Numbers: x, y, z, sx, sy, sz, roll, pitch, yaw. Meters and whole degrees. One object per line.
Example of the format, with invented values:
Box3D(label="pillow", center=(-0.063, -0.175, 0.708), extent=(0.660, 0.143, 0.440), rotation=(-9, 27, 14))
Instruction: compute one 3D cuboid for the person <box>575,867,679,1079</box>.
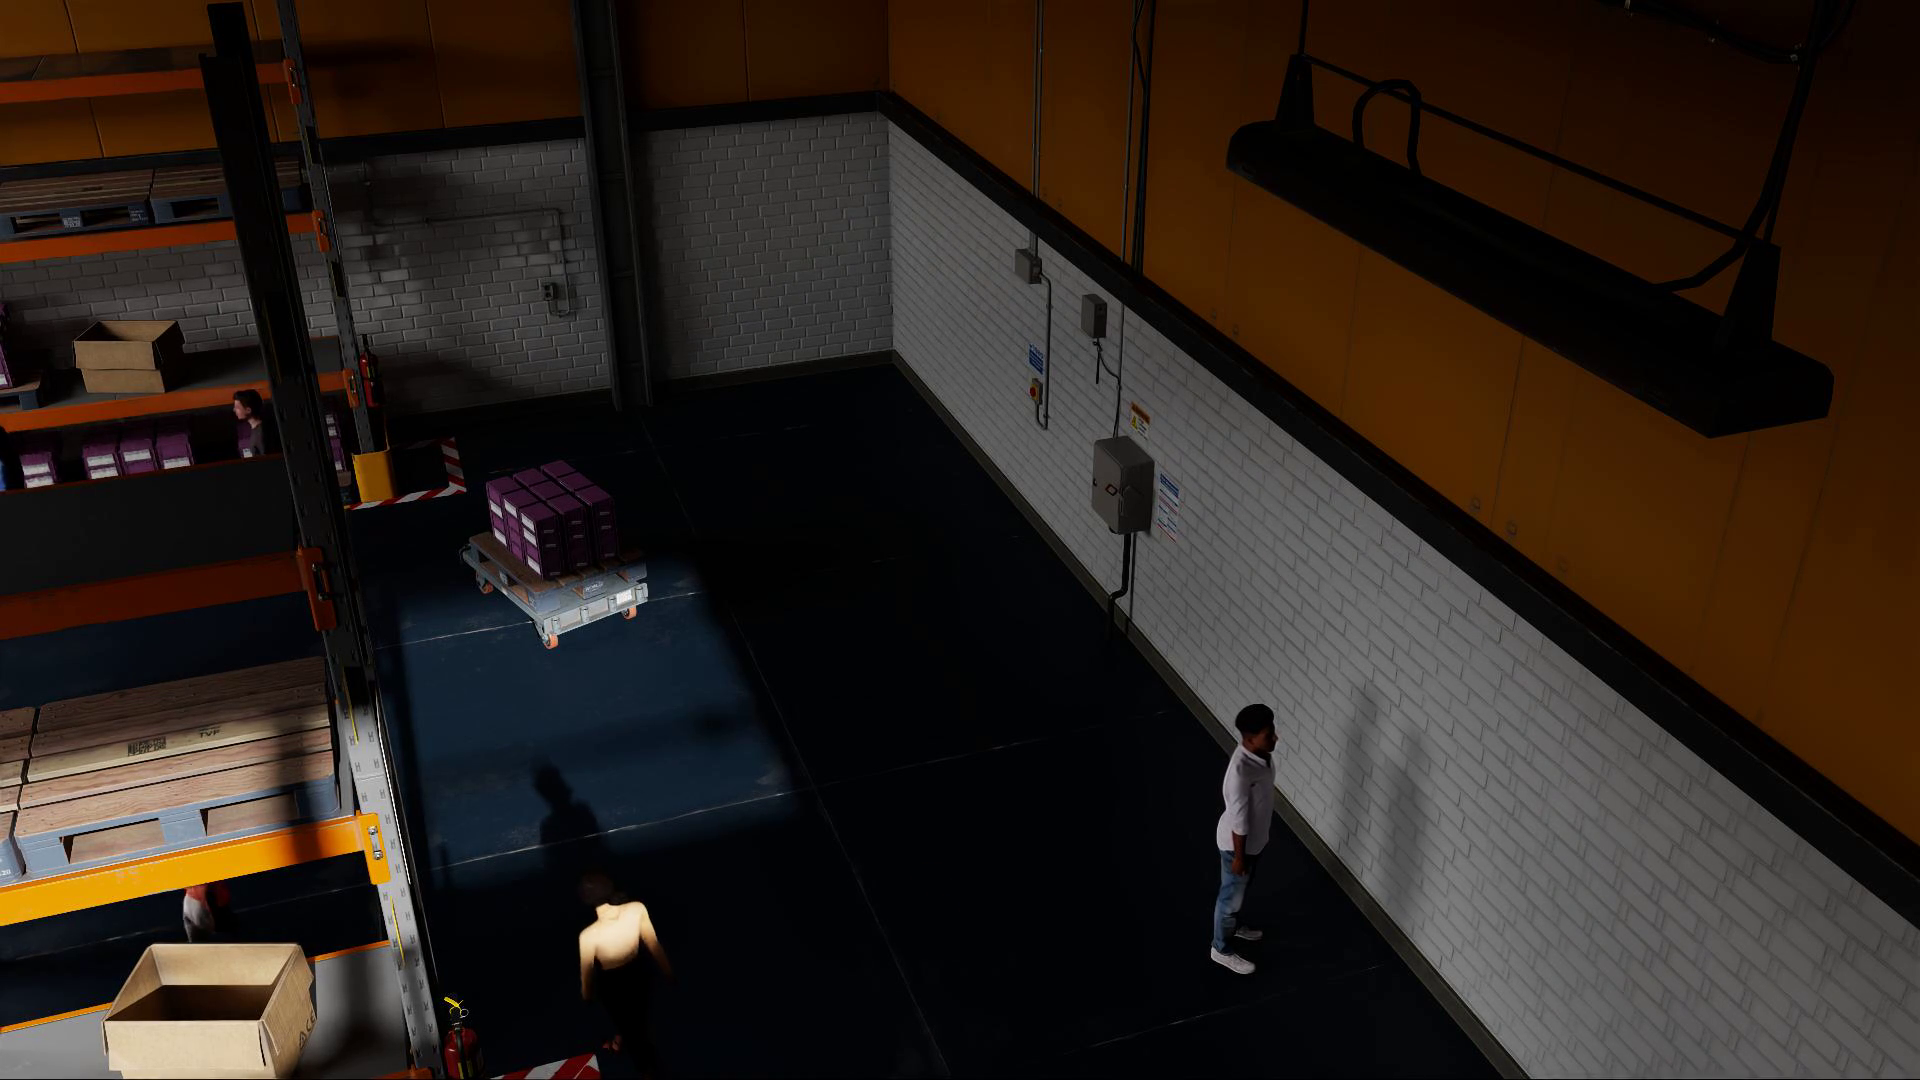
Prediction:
Box3D(label="person", center=(-1.735, 2.482, 8.901), extent=(1.026, 1.611, 0.959), rotation=(-24, 36, -36))

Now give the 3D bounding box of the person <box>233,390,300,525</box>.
Box3D(label="person", center=(-5.604, -0.426, 14.031), extent=(0.908, 1.804, 0.690), rotation=(-14, 32, -24))

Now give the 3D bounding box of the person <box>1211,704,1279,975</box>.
Box3D(label="person", center=(1.709, 1.755, 10.021), extent=(0.786, 1.816, 0.735), rotation=(11, 30, 19))
